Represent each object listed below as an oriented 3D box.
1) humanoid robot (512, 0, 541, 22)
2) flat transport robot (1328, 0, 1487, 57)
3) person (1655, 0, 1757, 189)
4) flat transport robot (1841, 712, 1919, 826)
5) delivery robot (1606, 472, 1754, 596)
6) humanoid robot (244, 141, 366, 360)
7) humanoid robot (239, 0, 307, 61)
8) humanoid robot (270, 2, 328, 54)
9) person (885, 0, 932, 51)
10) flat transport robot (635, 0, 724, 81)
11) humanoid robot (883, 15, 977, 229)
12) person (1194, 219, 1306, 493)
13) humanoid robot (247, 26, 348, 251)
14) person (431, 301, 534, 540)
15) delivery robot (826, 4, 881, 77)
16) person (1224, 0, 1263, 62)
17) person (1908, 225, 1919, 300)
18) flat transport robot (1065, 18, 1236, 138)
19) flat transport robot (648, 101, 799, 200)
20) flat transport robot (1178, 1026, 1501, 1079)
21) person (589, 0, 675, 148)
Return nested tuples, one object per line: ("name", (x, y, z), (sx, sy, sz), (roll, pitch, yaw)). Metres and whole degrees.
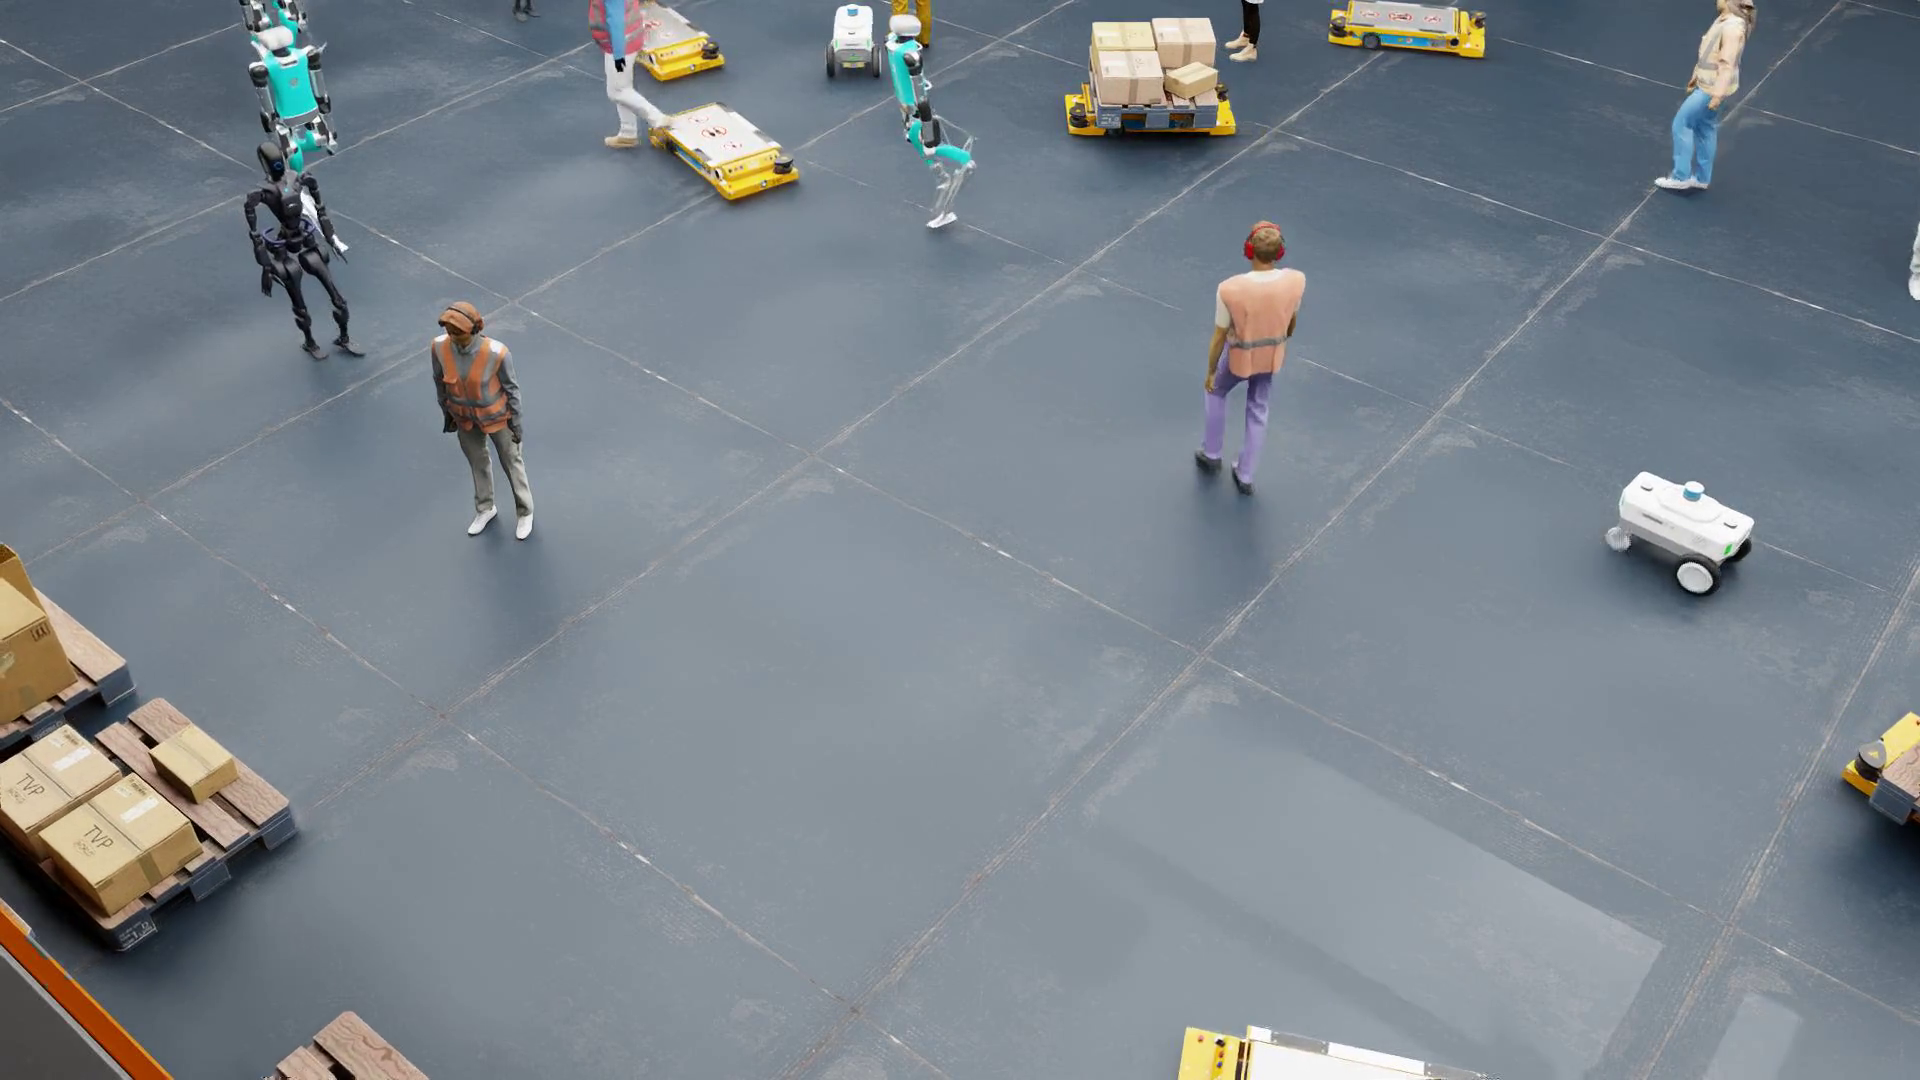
("humanoid robot", (-4.202, -5.768, 15.780), (0.339, 1.651, 0.609), (33, 50, 32))
("flat transport robot", (4.250, -4.866, 15.802), (1.431, 0.231, 0.659), (9, 41, 10))
("person", (5.939, -3.581, 13.203), (0.486, 1.681, 0.560), (16, 43, 18))
("flat transport robot", (5.322, 1.419, 8.408), (0.659, 0.231, 1.431), (-27, 47, -28))
("delivery robot", (4.317, -0.095, 9.947), (0.739, 0.566, 0.499), (31, 49, 31))
("humanoid robot", (-4.481, -1.940, 11.276), (0.462, 1.642, 0.616), (30, 49, 31))
("humanoid robot", (-5.932, -4.520, 14.300), (0.548, 1.830, 0.754), (-26, 47, -27))
("humanoid robot", (-6.134, -5.103, 15.003), (0.832, 1.856, 0.539), (-25, 46, -27))
("person", (-0.486, -5.295, 15.159), (0.524, 1.755, 0.341), (-25, 46, -27))
("flat transport robot", (-2.851, -4.716, 15.626), (0.659, 0.231, 1.431), (-24, 46, -26))
("humanoid robot", (-0.159, -3.111, 12.664), (0.783, 1.871, 0.562), (-15, 43, -17))
("person", (1.756, -1.150, 10.237), (0.573, 1.814, 0.626), (-7, 41, -8))
("humanoid robot", (-5.123, -3.123, 12.660), (0.530, 1.781, 1.027), (-31, 49, -32))
("person", (-2.821, -0.711, 9.855), (0.514, 1.639, 0.308), (7, 41, 8))
("delivery robot", (-0.987, -4.609, 15.273), (0.525, 0.587, 0.746), (0, 40, 0))
("person", (2.642, -5.205, 15.104), (0.321, 1.688, 0.528), (-5, 41, -6))
("person", (7.248, -2.641, 12.068), (0.482, 1.716, 0.661), (6, 41, 7))
("flat transport robot", (1.651, -3.757, 14.497), (1.431, 0.231, 0.659), (0, 40, 0))
("flat transport robot", (-2.004, -3.292, 13.951), (0.659, 0.231, 1.431), (-25, 46, -26))
("flat transport robot", (1.638, 2.508, 7.128), (1.431, 0.231, 0.659), (9, 41, 10))
("person", (-2.762, -4.090, 13.709), (0.566, 1.806, 0.677), (-4, 41, -5))
